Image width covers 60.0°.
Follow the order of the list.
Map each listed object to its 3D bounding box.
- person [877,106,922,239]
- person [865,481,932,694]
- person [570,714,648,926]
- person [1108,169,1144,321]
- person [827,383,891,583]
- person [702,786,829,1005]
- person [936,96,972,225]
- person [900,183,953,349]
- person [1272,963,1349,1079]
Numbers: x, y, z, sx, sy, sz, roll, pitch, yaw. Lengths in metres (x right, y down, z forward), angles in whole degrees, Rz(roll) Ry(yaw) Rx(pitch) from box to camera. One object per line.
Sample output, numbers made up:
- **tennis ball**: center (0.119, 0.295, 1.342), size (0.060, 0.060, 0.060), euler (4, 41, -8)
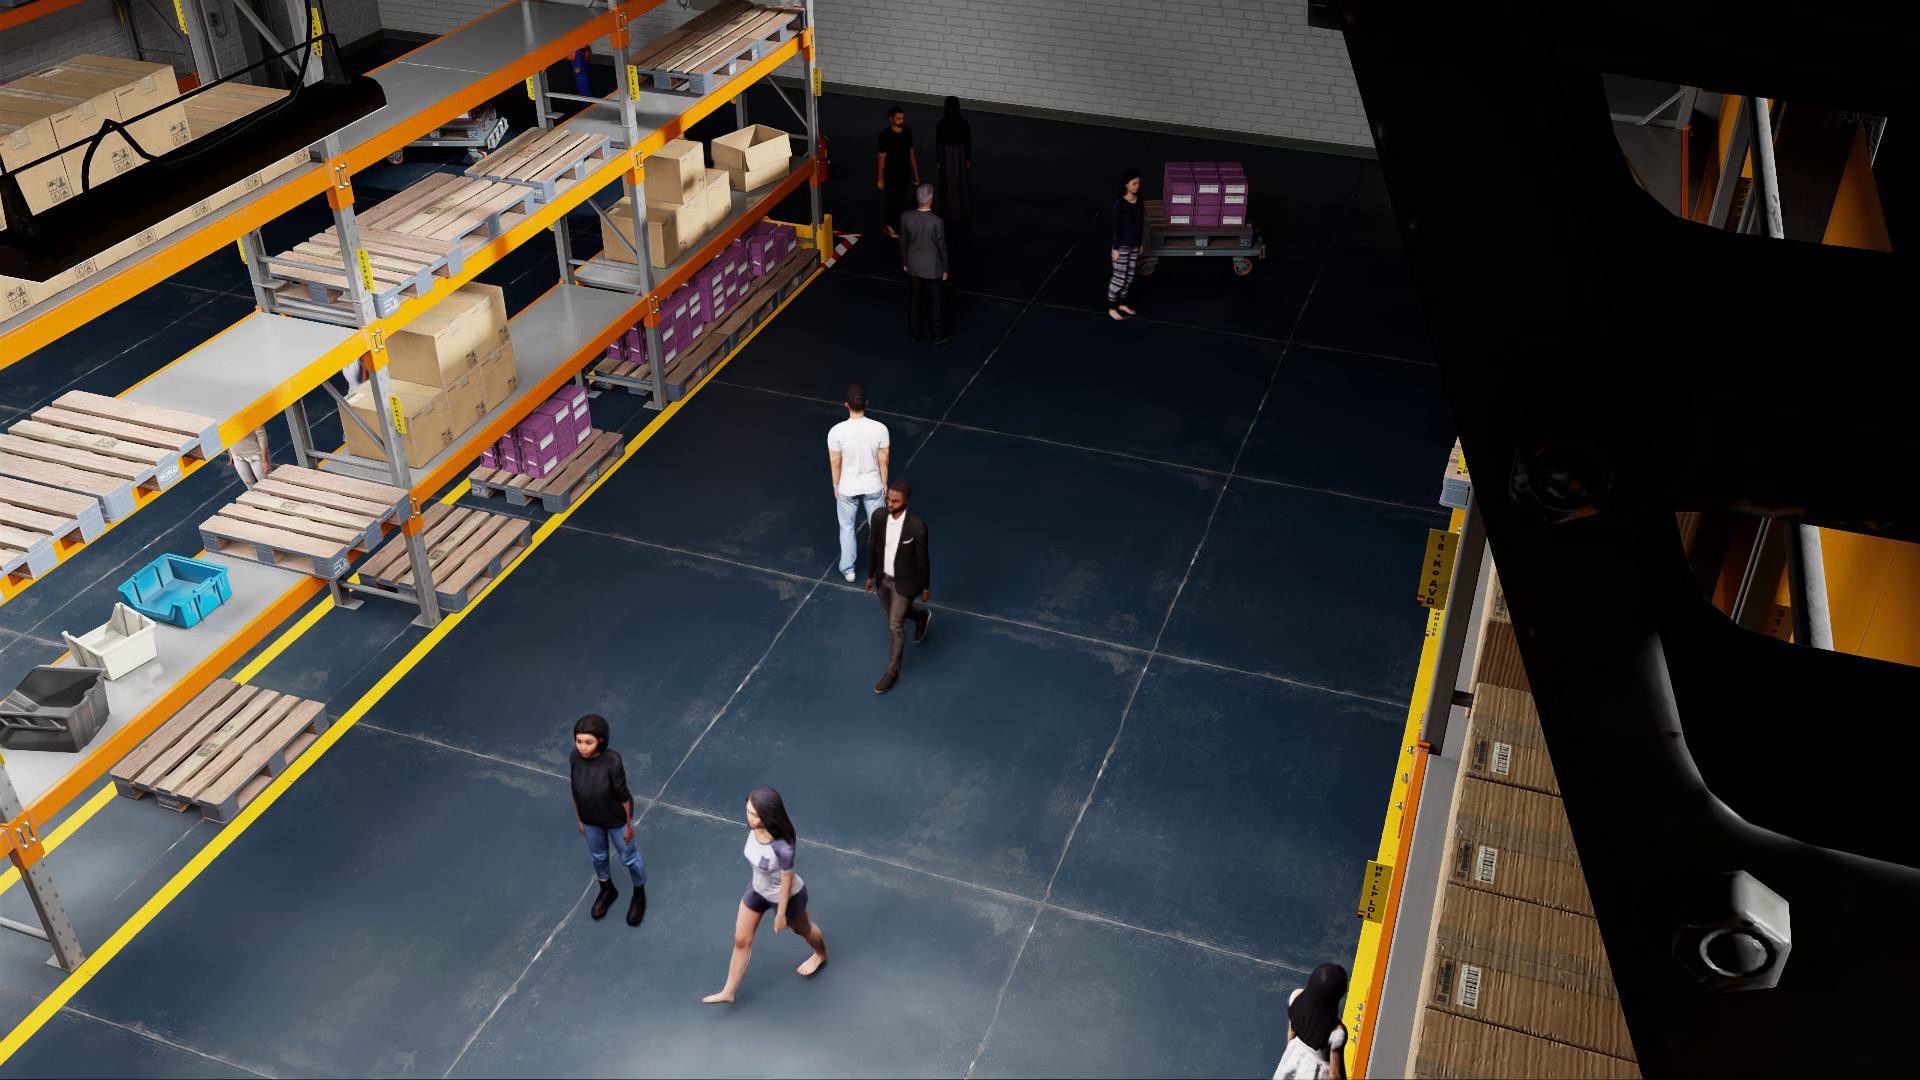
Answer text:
- **person**: center (-0.819, -4.424, 20.231), size (1.146, 1.712, 1.015), euler (-27, 42, -35)
- **person**: center (-0.448, 0.285, 13.091), size (0.843, 1.774, 1.187), euler (19, 38, 26)
- **person**: center (-2.305, 1.808, 10.872), size (0.582, 1.694, 0.588), euler (6, 34, 9)
- **person**: center (1.851, -3.313, 18.542), size (0.614, 1.733, 0.743), euler (-26, 42, -34)
- **person**: center (-0.845, -0.474, 14.156), size (0.748, 1.859, 0.719), euler (-4, 34, -5)
- **person**: center (-1.070, 2.163, 10.370), size (1.198, 1.659, 0.935), euler (-28, 42, -35)
- **person**: center (-0.084, -4.768, 20.838), size (0.671, 1.614, 0.678), euler (1, 34, 2)
- **person**: center (-0.367, -2.961, 17.919), size (0.720, 1.837, 0.603), euler (14, 36, 19)
- **person**: center (1.901, 2.962, 9.069), size (0.821, 1.769, 0.784), euler (-20, 39, -28)
